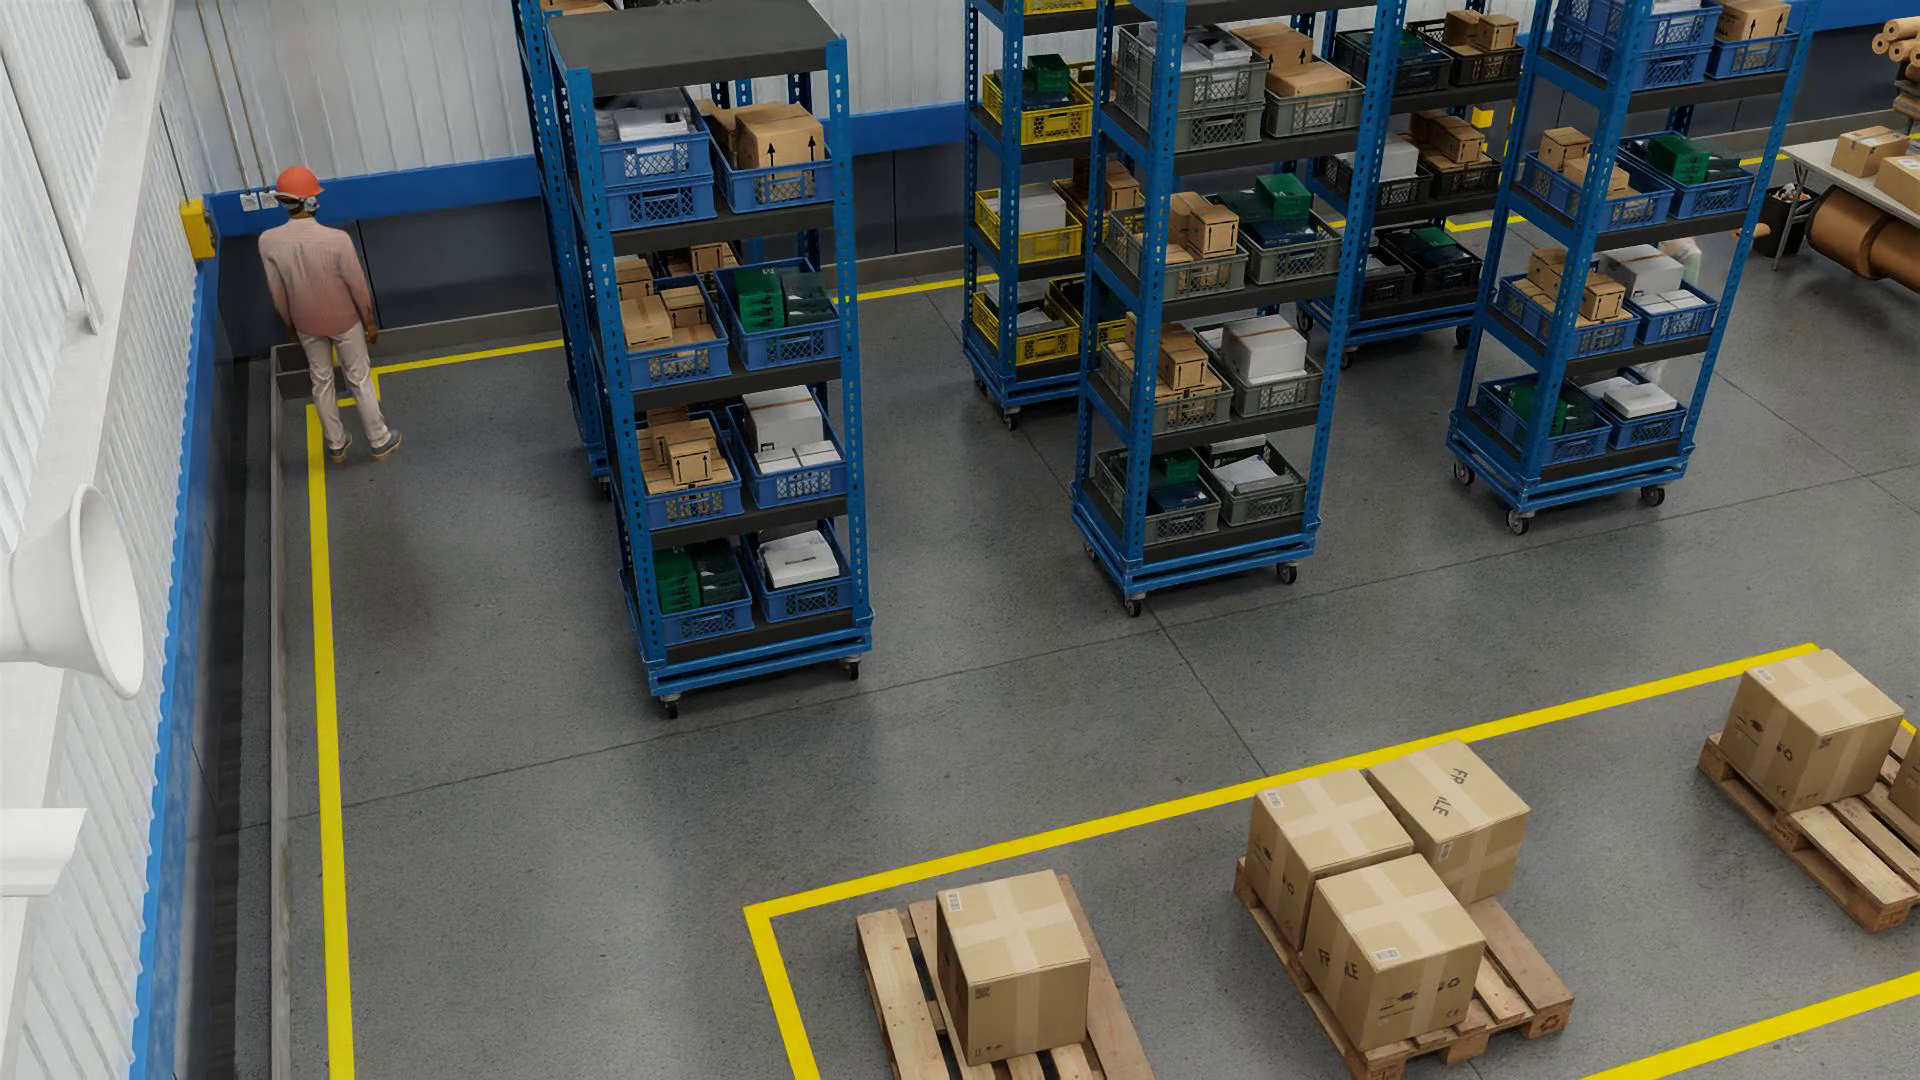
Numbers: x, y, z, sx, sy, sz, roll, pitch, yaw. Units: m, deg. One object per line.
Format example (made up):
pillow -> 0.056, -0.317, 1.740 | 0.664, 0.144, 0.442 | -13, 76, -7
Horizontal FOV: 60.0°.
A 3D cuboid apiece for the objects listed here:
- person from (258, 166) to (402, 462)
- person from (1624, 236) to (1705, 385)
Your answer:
person -> -4.001, -1.404, 10.545 | 0.608, 1.986, 0.391 | 0, 35, 1
person -> 4.644, -1.518, 11.004 | 0.312, 1.639, 0.520 | -5, 35, -7
